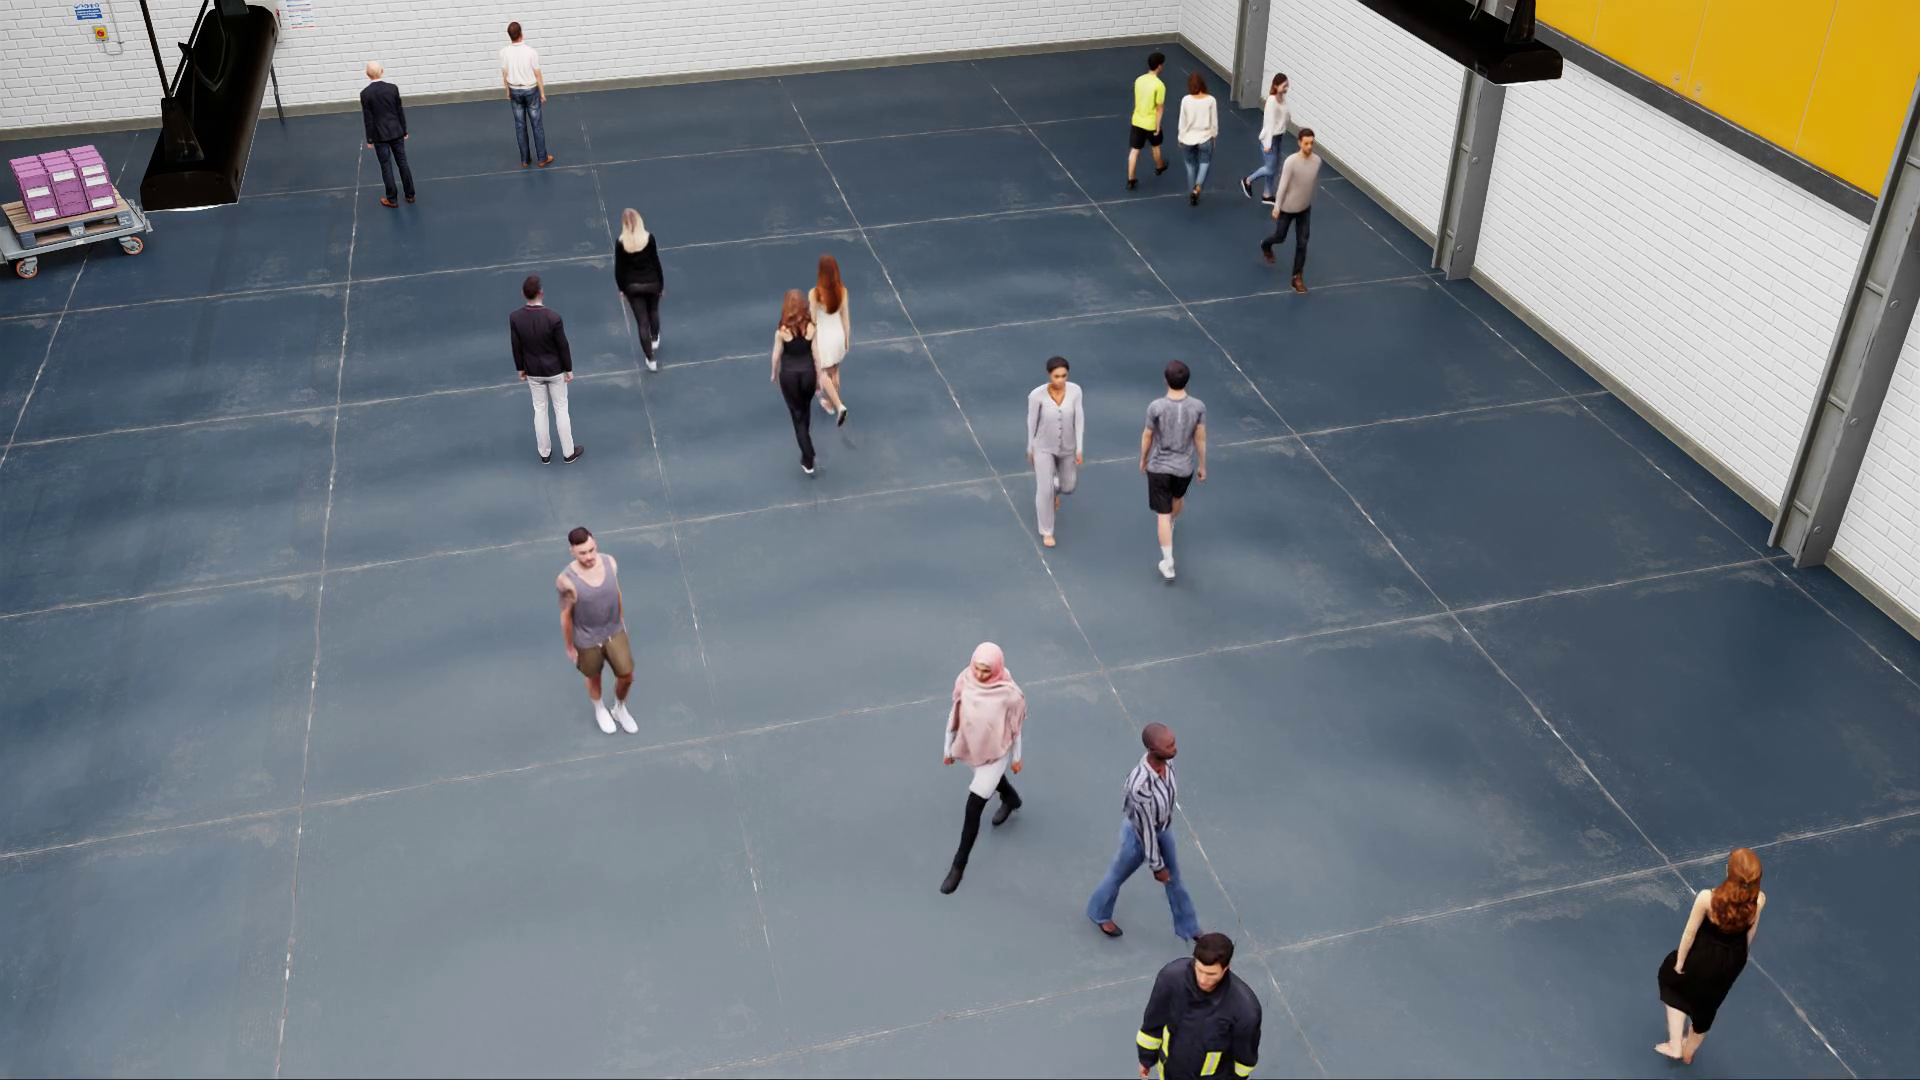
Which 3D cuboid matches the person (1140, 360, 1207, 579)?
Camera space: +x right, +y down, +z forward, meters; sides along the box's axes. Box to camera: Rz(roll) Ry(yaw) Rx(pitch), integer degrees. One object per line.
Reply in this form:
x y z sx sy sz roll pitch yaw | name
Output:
1.746 -0.539 13.671 0.823 1.825 1.229 -3 34 -4 | person

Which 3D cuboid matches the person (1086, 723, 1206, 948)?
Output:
1.037 1.818 10.188 1.128 1.757 1.075 17 37 24 | person

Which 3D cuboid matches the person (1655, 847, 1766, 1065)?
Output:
4.279 2.427 9.400 0.681 1.614 0.734 3 34 4 | person

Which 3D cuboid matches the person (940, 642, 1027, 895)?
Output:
0.204 1.361 10.887 1.222 1.743 1.277 19 38 26 | person

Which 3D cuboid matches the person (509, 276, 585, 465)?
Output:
-3.791 -1.544 15.168 0.728 1.842 0.663 2 34 3 | person

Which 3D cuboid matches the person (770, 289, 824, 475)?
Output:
-1.456 -1.408 15.087 0.651 1.706 1.034 -12 36 -18 | person

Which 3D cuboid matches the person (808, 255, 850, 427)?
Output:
-1.220 -1.864 15.779 0.672 1.700 0.989 -14 36 -20 | person

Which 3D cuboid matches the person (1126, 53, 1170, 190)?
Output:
2.298 -5.213 20.851 1.077 1.662 1.105 19 38 27 | person

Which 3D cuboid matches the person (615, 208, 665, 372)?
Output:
-3.198 -2.485 16.748 0.619 1.661 0.915 -8 35 -12 | person

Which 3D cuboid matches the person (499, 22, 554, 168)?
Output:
-5.636 -5.762 21.501 0.722 1.856 0.678 1 34 1 | person

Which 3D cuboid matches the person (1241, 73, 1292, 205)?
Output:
3.745 -4.887 20.345 0.922 1.680 0.862 15 36 21 | person

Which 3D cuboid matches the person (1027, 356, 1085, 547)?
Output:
0.797 -0.824 14.198 0.656 1.716 0.898 -5 34 -7 | person

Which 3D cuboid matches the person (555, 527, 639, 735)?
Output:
-2.652 0.613 12.003 0.751 1.829 0.798 -21 39 -28 | person

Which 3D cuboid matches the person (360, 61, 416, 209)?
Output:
-7.017 -4.976 20.370 0.762 1.800 0.745 -25 41 -33 | person

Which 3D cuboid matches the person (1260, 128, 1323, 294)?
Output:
3.669 -3.704 18.427 0.714 1.833 1.196 -12 35 -17 | person

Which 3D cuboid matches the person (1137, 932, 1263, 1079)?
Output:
1.278 2.677 8.775 1.290 1.890 1.299 21 39 29 | person

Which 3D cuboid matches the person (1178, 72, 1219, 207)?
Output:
2.887 -4.838 20.287 0.818 1.661 0.904 6 34 9 | person
